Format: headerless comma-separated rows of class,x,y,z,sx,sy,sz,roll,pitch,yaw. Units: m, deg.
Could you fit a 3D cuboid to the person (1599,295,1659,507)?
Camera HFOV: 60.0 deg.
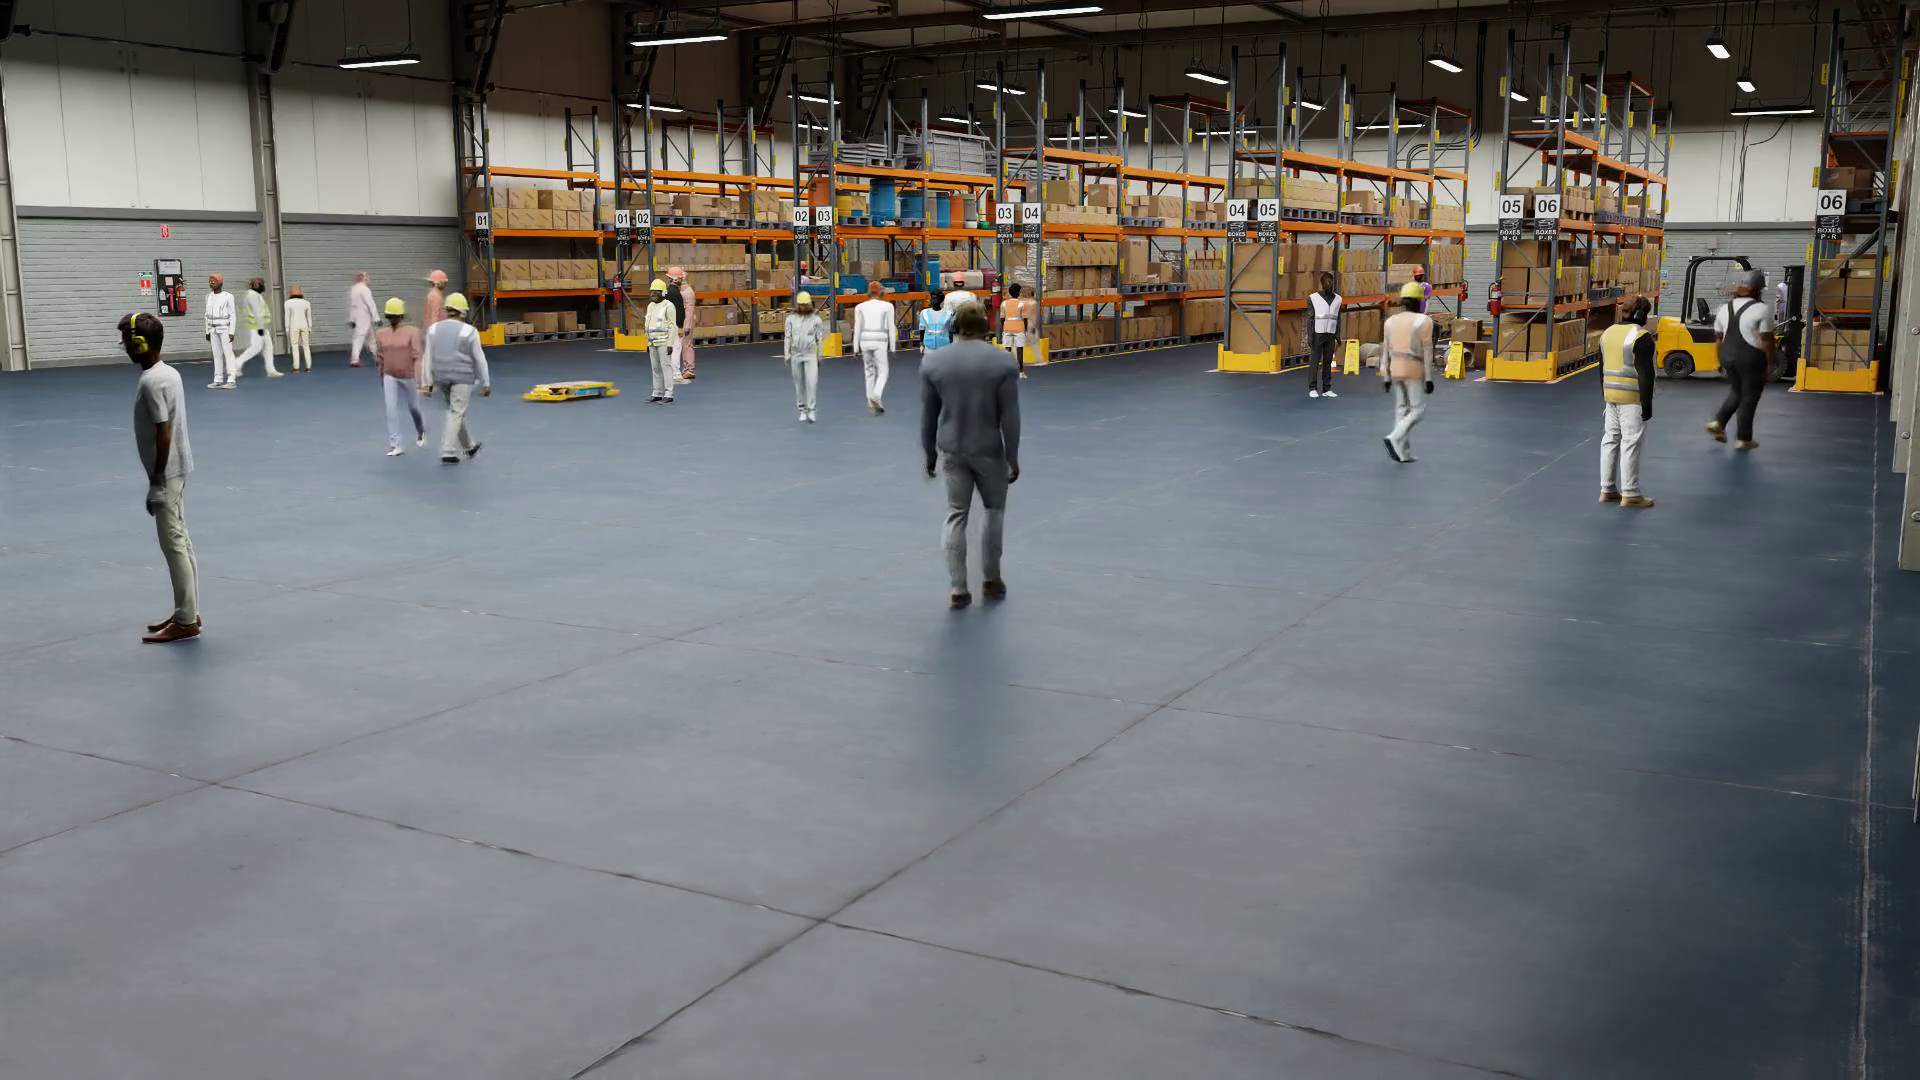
person,5.853,-1.214,14.546,0.429,1.840,0.624,-3,10,-16

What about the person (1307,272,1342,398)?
person,5.625,-3.164,25.712,0.592,1.922,0.392,-3,10,-19

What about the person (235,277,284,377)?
person,-12.662,-3.814,29.842,0.793,1.815,0.631,-2,10,-13

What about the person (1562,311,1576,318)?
person,16.766,-6.385,45.491,0.771,1.602,0.525,9,13,43

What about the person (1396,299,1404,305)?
person,12.388,-6.667,46.245,0.605,1.911,0.476,5,11,27

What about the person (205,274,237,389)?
person,-12.170,-3.425,27.351,0.573,1.883,0.355,3,10,19

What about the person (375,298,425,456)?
person,-6.156,-1.818,18.381,0.526,1.730,0.747,0,10,-1

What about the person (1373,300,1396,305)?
person,11.399,-6.457,44.687,0.625,2.031,0.507,7,12,34

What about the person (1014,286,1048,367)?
person,1.329,-4.151,32.452,0.862,1.597,0.528,-9,13,-41

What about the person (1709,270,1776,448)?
person,8.946,-2.049,18.838,0.539,2.000,0.689,-3,10,-20

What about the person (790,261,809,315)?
person,-3.886,-5.823,40.919,0.605,2.045,0.378,8,12,38

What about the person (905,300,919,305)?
person,-1.485,-7.751,52.459,0.629,1.955,0.470,7,12,36

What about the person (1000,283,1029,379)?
person,0.968,-3.683,29.408,0.538,1.696,0.317,4,11,24

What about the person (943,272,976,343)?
person,-0.037,-3.525,27.860,0.577,1.904,0.860,-2,10,-13

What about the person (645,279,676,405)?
person,-4.429,-2.911,24.480,0.600,1.833,0.404,9,13,42

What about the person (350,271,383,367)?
person,-11.661,-4.351,32.832,0.945,1.865,0.655,-7,12,-37

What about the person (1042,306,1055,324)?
person,1.853,-5.204,37.647,0.626,1.933,0.370,1,10,6

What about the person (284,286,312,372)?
person,-12.437,-3.964,31.277,0.290,1.622,0.505,10,14,44

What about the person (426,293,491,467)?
person,-5.233,-1.689,17.473,0.624,1.778,0.932,3,10,17

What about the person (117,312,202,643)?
person,-4.521,-0.348,9.400,0.335,1.865,0.521,-3,10,-16

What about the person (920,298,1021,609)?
person,0.086,-0.550,10.442,0.657,1.909,0.790,2,10,12

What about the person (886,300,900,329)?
person,-1.844,-6.226,44.593,0.510,1.597,0.832,4,10,21

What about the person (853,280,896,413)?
person,-1.197,-2.654,22.968,0.600,1.847,0.677,2,10,11

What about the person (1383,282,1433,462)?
person,4.660,-1.740,17.406,0.587,1.911,0.608,-7,12,-36

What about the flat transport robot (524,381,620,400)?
flat transport robot,-5.930,-2.294,25.445,0.652,0.197,1.431,5,11,29

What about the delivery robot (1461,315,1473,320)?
delivery robot,13.786,-5.921,45.572,0.707,0.478,0.477,-1,10,-6

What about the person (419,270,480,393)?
person,-8.241,-3.309,26.491,1.009,1.936,0.646,-5,11,-26

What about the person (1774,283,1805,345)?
person,18.433,-5.089,36.998,0.585,1.919,0.391,5,11,26

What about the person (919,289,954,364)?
person,-0.347,-2.861,24.596,0.530,1.696,0.322,0,10,2

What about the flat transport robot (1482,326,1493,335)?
flat transport robot,14.472,-5.770,45.798,0.652,0.197,1.431,-1,10,-6

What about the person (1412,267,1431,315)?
person,10.148,-5.083,36.902,0.358,1.938,0.542,-9,13,-41

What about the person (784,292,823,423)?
person,-2.050,-2.373,21.738,0.493,1.700,0.893,0,10,1

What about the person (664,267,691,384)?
person,-4.842,-3.654,28.364,0.390,1.992,0.624,-5,11,-28

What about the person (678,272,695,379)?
person,-4.923,-3.821,29.610,0.407,1.904,0.654,-3,10,-19
